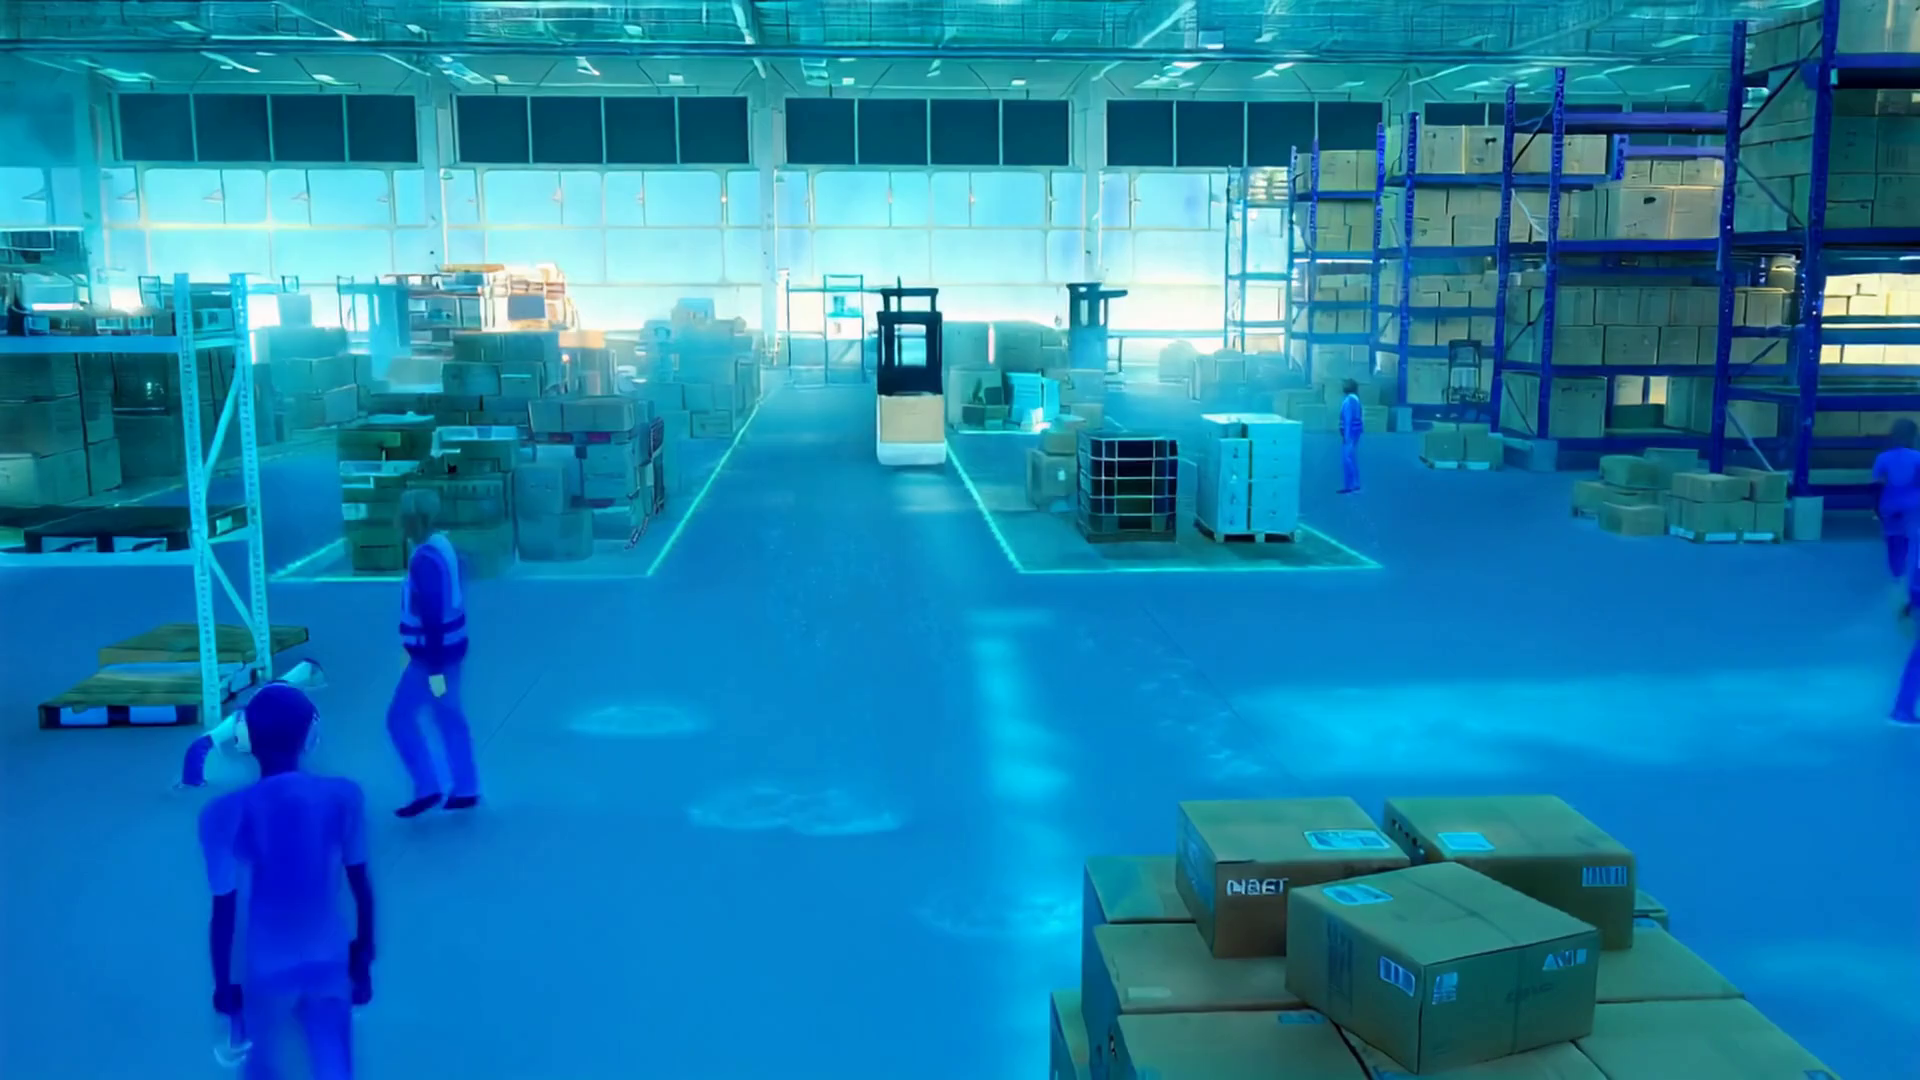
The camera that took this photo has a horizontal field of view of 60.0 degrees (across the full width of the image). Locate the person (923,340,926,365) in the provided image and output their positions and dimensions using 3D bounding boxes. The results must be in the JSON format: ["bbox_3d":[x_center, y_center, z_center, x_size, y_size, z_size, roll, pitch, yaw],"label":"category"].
[{"bbox_3d":[-0.562,-3.847,37.135,0.552,1.937,0.356,-6,11,-32],"label":"person"}]

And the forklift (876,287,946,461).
[{"bbox_3d":[-0.819,-2.768,27.408,1.129,2.768,1.873,-1,9,-4],"label":"forklift"}]

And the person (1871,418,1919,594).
[{"bbox_3d":[8.939,-0.316,15.819,0.551,1.666,0.724,9,12,43],"label":"person"}]

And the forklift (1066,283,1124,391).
[{"bbox_3d":[3.193,-5.261,43.062,1.129,2.768,1.873,-9,12,-43],"label":"forklift"}]

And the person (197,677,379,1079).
[{"bbox_3d":[-2.027,1.326,5.075,0.529,1.821,1.000,-6,11,-34],"label":"person"}]

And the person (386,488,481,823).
[{"bbox_3d":[-2.974,0.638,9.215,0.602,1.866,0.589,-1,9,-3],"label":"person"}]

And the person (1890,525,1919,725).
[{"bbox_3d":[6.661,0.450,11.169,0.837,1.596,0.541,-1,9,-9],"label":"person"}]

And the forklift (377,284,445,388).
[{"bbox_3d":[-13.031,-4.539,38.530,1.873,2.768,1.129,2,9,10],"label":"forklift"}]

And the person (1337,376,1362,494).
[{"bbox_3d":[5.406,-1.453,23.046,0.310,1.636,0.523,4,10,24],"label":"person"}]

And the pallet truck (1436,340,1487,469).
[{"bbox_3d":[8.004,-2.170,26.422,0.823,1.965,1.885,2,9,14],"label":"pallet truck"}]
